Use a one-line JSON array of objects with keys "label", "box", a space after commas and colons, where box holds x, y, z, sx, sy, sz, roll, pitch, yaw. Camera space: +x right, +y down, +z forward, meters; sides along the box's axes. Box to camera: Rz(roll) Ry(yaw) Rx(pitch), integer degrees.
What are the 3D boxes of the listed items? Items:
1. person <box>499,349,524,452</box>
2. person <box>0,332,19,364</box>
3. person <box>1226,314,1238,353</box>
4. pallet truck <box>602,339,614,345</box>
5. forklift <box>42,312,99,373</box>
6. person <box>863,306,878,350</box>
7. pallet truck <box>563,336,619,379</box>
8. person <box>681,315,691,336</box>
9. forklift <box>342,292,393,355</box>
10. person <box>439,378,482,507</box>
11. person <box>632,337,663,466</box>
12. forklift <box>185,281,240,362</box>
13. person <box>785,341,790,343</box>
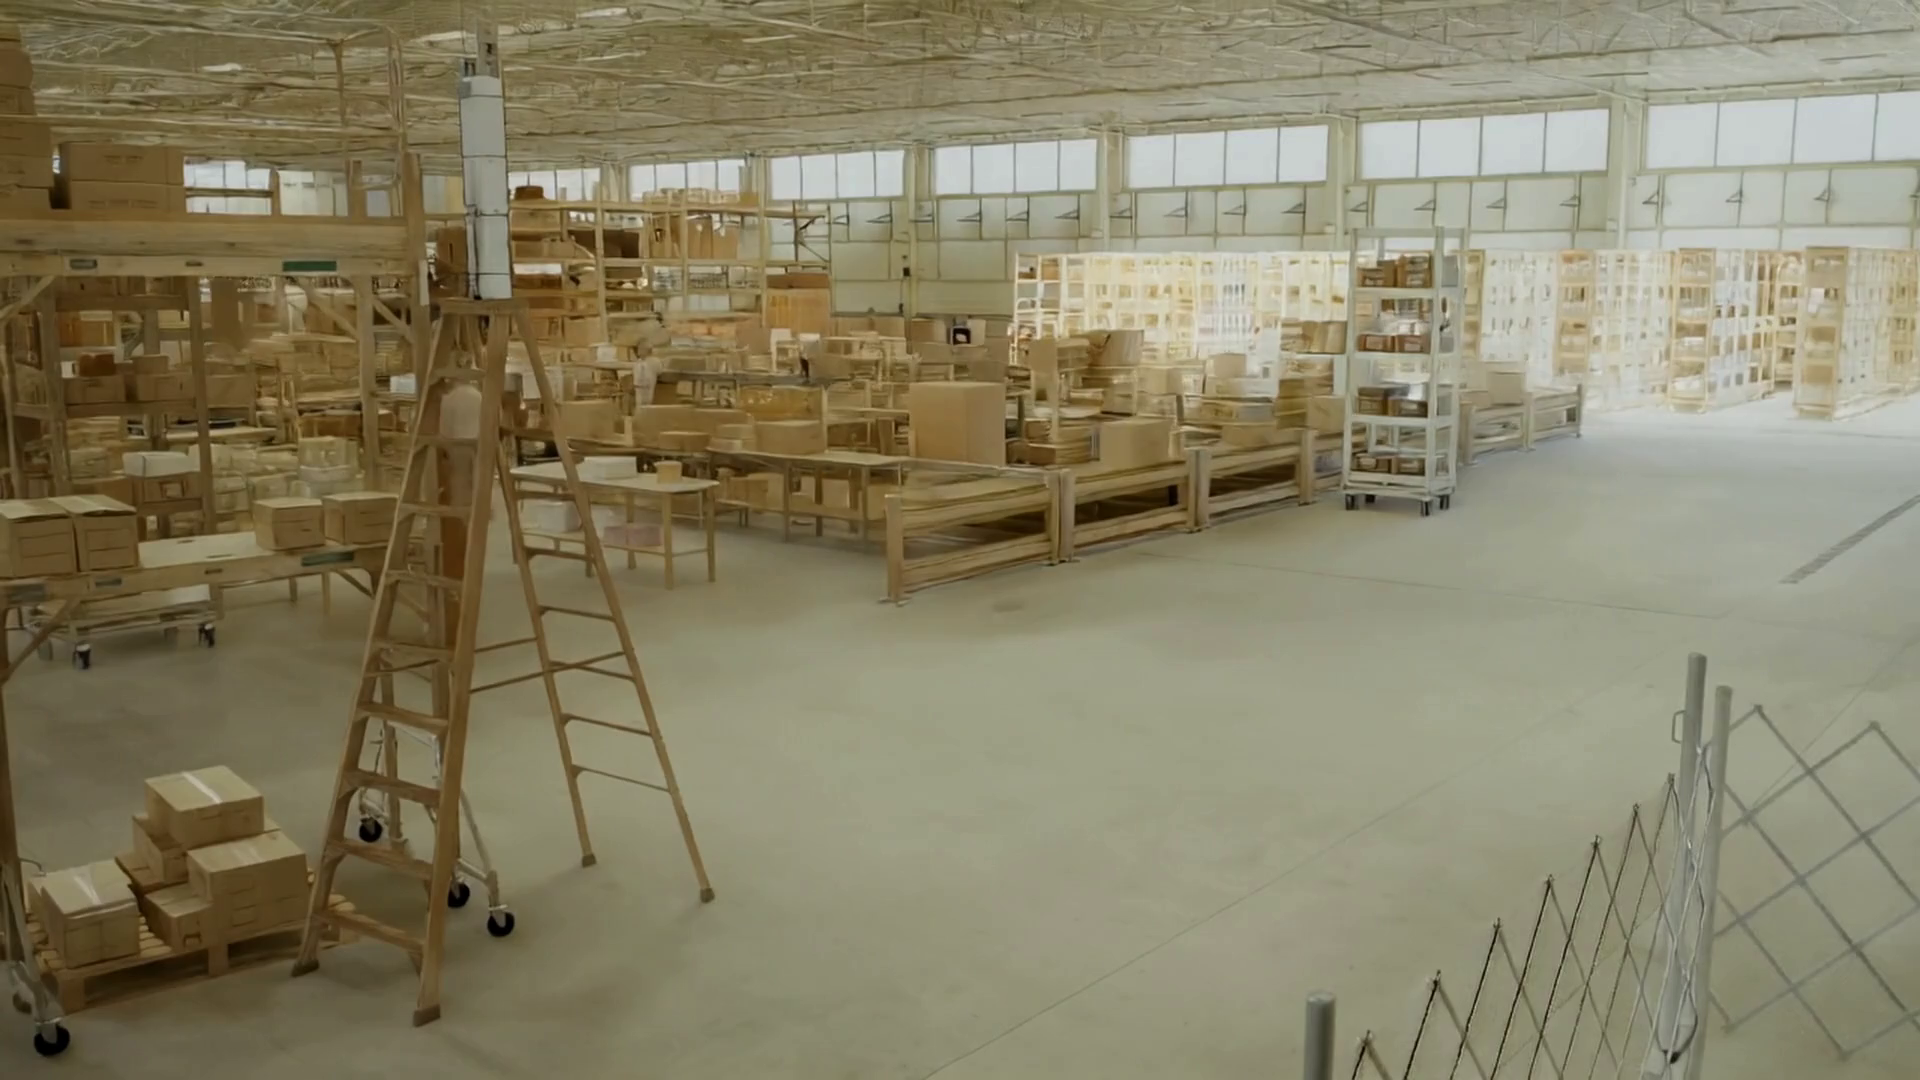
[{"label": "person", "box": [-7.832, -2.445, 28.668, 0.598, 1.796, 0.889, -3, 10, -18]}, {"label": "person", "box": [-23.751, -4.424, 41.522, 0.285, 1.633, 0.500, 8, 12, 41]}, {"label": "person", "box": [8.405, -6.149, 51.739, 0.671, 1.810, 0.605, 7, 11, 36]}, {"label": "pallet truck", "box": [-8.991, -4.871, 45.351, 0.653, 1.274, 1.630, 7, 11, 37]}, {"label": "forklift", "box": [-23.779, -5.451, 44.052, 1.873, 2.768, 1.129, 7, 11, 36]}, {"label": "person", "box": [-2.900, -6.773, 55.206, 1.002, 1.937, 0.658, 3, 10, 20]}, {"label": "pallet truck", "box": [-10.690, -5.294, 48.215, 1.601, 1.201, 0.680, -5, 10, -26]}, {"label": "person", "box": [-8.682, -6.174, 52.072, 0.550, 1.744, 0.482, -6, 11, -35]}, {"label": "forklift", "box": [-16.485, -5.622, 45.120, 1.129, 2.768, 1.873, 7, 11, 37]}, {"label": "person", "box": [-6.122, -1.191, 20.641, 0.634, 1.867, 0.928, -6, 11, -32]}, {"label": "person", "box": [-4.967, -2.190, 26.308, 0.390, 2.039, 0.614, 6, 11, 32]}, {"label": "forklift", "box": [-20.016, -5.647, 45.274, 1.129, 2.768, 1.873, 7, 11, 37]}, {"label": "person", "box": [-7.494, -9.341, 71.295, 0.634, 1.927, 0.618, 7, 11, 37]}]
